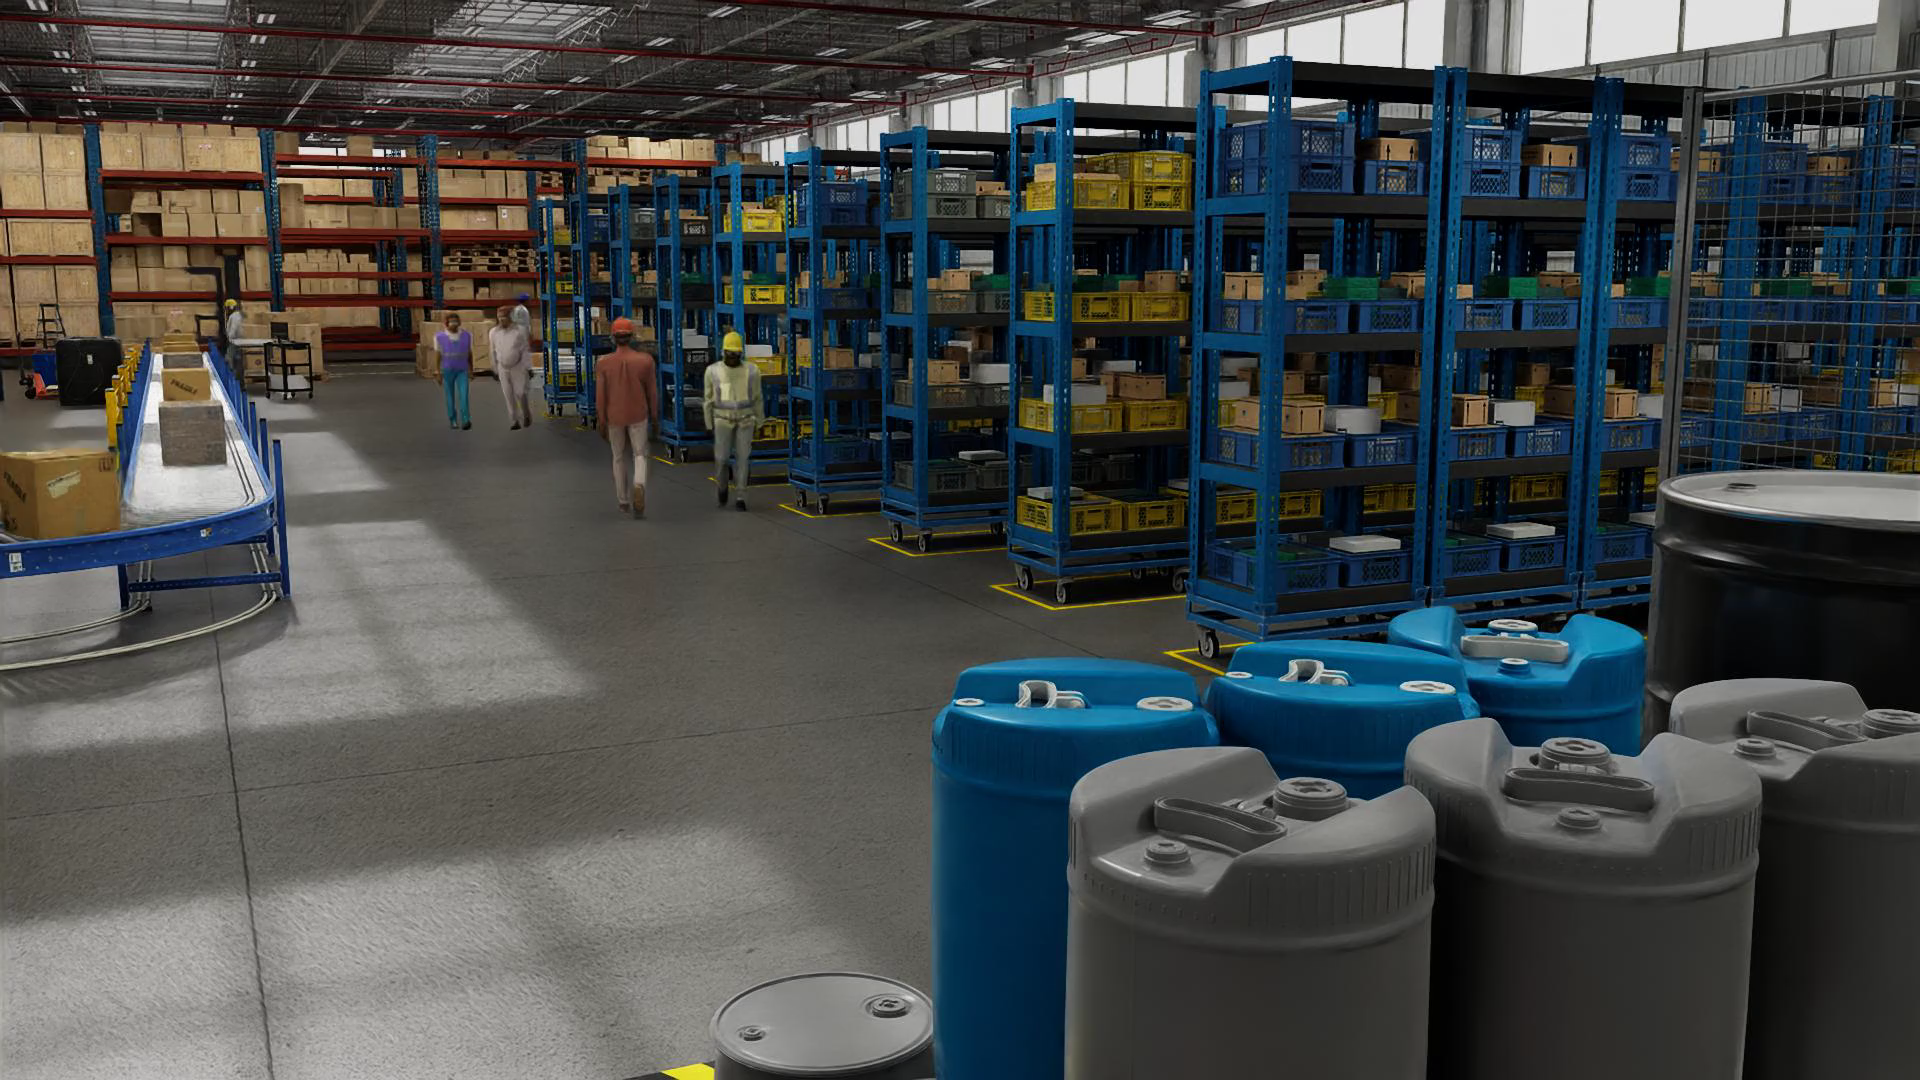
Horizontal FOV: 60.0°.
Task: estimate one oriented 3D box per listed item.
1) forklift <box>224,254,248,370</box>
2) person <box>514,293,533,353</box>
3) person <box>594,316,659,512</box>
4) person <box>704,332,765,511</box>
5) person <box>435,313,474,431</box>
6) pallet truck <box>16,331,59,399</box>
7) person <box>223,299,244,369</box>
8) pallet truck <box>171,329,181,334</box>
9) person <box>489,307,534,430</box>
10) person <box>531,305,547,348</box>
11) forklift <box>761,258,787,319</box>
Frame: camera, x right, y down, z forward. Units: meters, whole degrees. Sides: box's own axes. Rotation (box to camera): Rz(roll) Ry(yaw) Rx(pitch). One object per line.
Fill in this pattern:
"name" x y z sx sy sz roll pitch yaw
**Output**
"forklift" -17.509 -5.499 40.205 1.873 2.768 1.129 -4 10 -25
"person" -10.372 -4.969 39.937 0.951 1.900 0.626 -6 11 -31
"person" -3.297 -1.224 16.480 0.626 1.978 0.747 -2 9 -12
"person" -2.268 -1.187 16.758 0.600 1.807 0.418 -2 9 -12
"person" -7.662 -2.547 25.277 0.583 1.779 1.008 -4 10 -25
"pallet truck" -17.082 -3.353 31.781 1.630 1.274 0.653 -4 10 -25
"person" -16.441 -4.525 37.523 0.802 1.794 0.610 -6 11 -31
"pallet truck" -17.275 -3.851 35.096 1.601 1.201 0.680 0 9 1
"person" -6.863 -2.616 25.395 0.670 1.881 0.431 1 9 4
"person" -12.761 -6.680 50.604 0.709 1.885 0.654 -6 11 -32
"forklift" -5.500 -6.537 46.642 1.873 2.768 1.129 -4 10 -25
